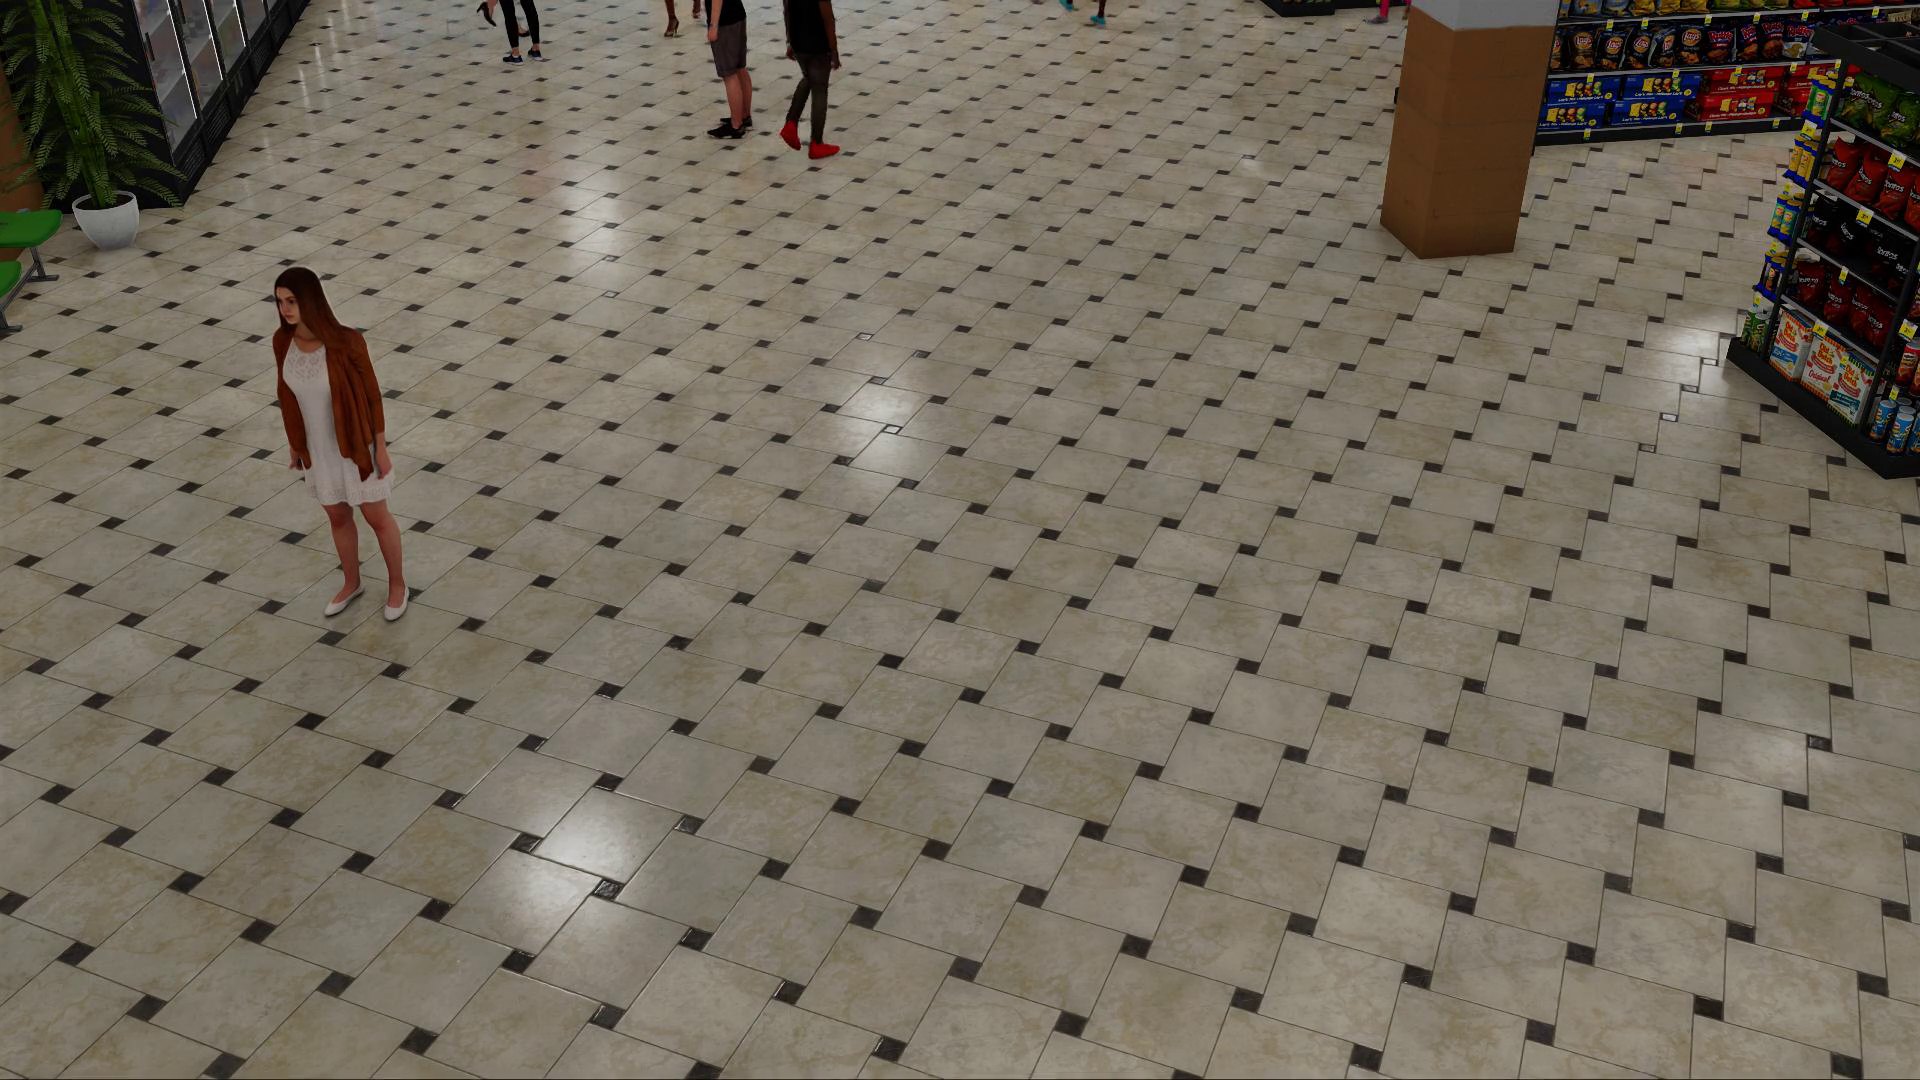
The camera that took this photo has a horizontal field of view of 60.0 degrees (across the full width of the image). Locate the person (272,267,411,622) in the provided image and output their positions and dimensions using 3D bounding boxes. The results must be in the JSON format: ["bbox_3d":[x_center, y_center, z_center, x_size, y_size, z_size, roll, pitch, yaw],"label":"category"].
[{"bbox_3d":[-2.756,-0.428,7.402,0.612,1.720,0.754,4,32,7],"label":"person"}]

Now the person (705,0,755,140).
[{"bbox_3d":[-1.857,-4.151,13.252,0.727,1.861,0.765,8,33,12],"label":"person"}]

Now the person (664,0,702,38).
[{"bbox_3d":[-2.713,-5.765,15.918,0.865,1.785,0.881,13,34,20],"label":"person"}]

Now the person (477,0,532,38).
[{"bbox_3d":[-4.430,-5.610,15.781,0.820,1.665,0.768,0,32,0],"label":"person"}]

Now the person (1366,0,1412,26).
[{"bbox_3d":[4.303,-5.686,16.288,0.719,1.259,0.494,-5,32,-8],"label":"person"}]

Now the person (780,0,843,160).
[{"bbox_3d":[-1.214,-3.785,12.725,0.863,1.796,0.922,24,39,33],"label":"person"}]

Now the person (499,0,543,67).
[{"bbox_3d":[-4.068,-5.194,15.085,0.750,1.696,0.670,27,41,36],"label":"person"}]

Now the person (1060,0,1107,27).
[{"bbox_3d":[1.351,-5.866,16.175,1.005,1.685,0.735,-10,33,-16],"label":"person"}]
